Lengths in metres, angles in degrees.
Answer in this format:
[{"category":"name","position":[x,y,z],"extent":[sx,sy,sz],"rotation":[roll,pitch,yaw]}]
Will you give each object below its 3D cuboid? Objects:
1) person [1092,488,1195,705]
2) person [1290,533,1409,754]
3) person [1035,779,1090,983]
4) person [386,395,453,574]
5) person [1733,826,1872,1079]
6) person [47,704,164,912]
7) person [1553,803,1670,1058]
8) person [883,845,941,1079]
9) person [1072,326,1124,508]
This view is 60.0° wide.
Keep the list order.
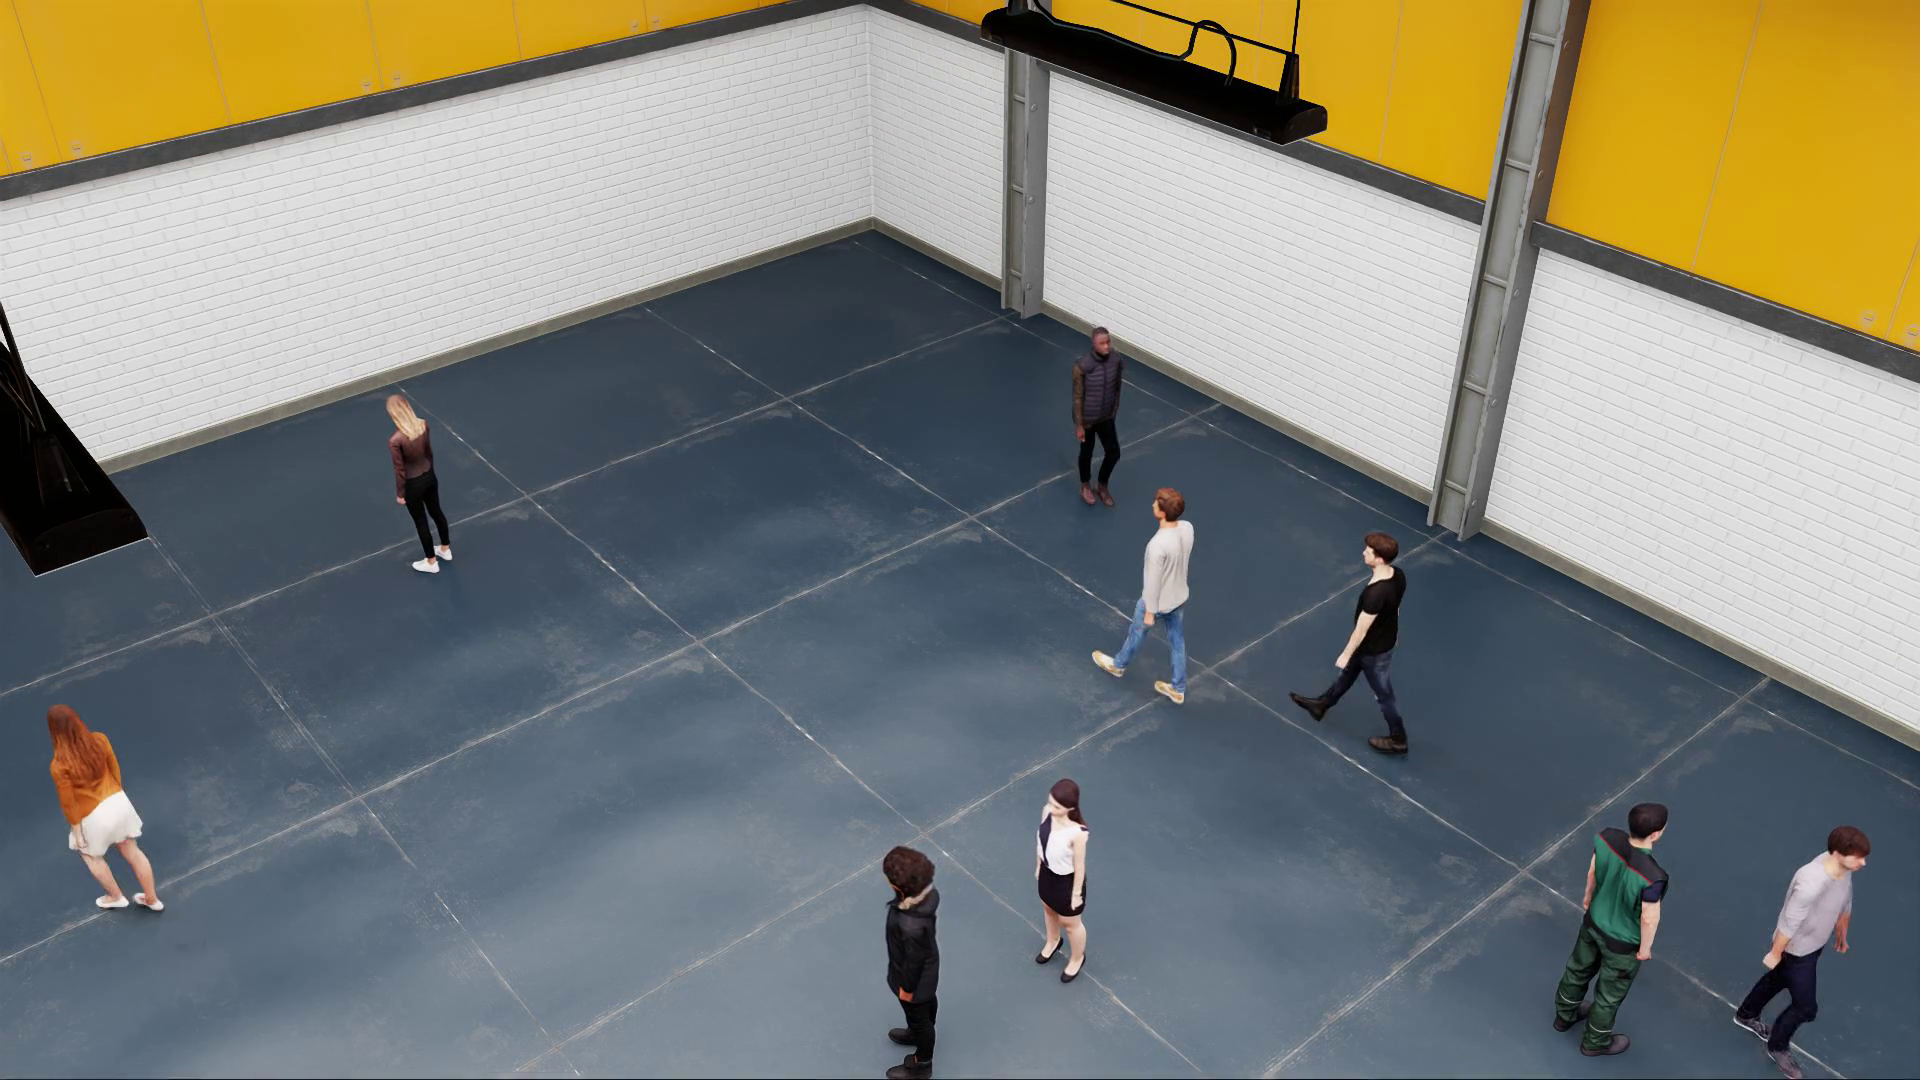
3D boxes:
[{"category":"person","position":[1.645,0.482,12.782],"extent":[1.071,1.875,0.753],"rotation":[29,43,36]},{"category":"person","position":[3.149,0.823,12.299],"extent":[1.305,1.841,1.017],"rotation":[15,37,22]},{"category":"person","position":[0.649,2.139,10.495],"extent":[0.600,1.647,0.458],"rotation":[-24,41,-32]},{"category":"person","position":[-4.689,-0.496,14.407],"extent":[0.652,1.705,0.675],"rotation":[14,36,20]},{"category":"person","position":[4.976,2.357,10.005],"extent":[0.680,1.826,0.755],"rotation":[-24,41,-32]},{"category":"person","position":[-5.578,1.824,10.921],"extent":[0.802,1.701,0.759],"rotation":[16,37,22]},{"category":"person","position":[3.935,2.323,9.989],"extent":[0.796,1.901,0.610],"rotation":[-14,36,-21]},{"category":"person","position":[-0.260,2.498,9.837],"extent":[0.778,1.777,0.717],"rotation":[2,34,4]},{"category":"person","position":[1.200,-1.163,15.306],"extent":[0.790,1.820,0.777],"rotation":[-13,36,-18]}]
